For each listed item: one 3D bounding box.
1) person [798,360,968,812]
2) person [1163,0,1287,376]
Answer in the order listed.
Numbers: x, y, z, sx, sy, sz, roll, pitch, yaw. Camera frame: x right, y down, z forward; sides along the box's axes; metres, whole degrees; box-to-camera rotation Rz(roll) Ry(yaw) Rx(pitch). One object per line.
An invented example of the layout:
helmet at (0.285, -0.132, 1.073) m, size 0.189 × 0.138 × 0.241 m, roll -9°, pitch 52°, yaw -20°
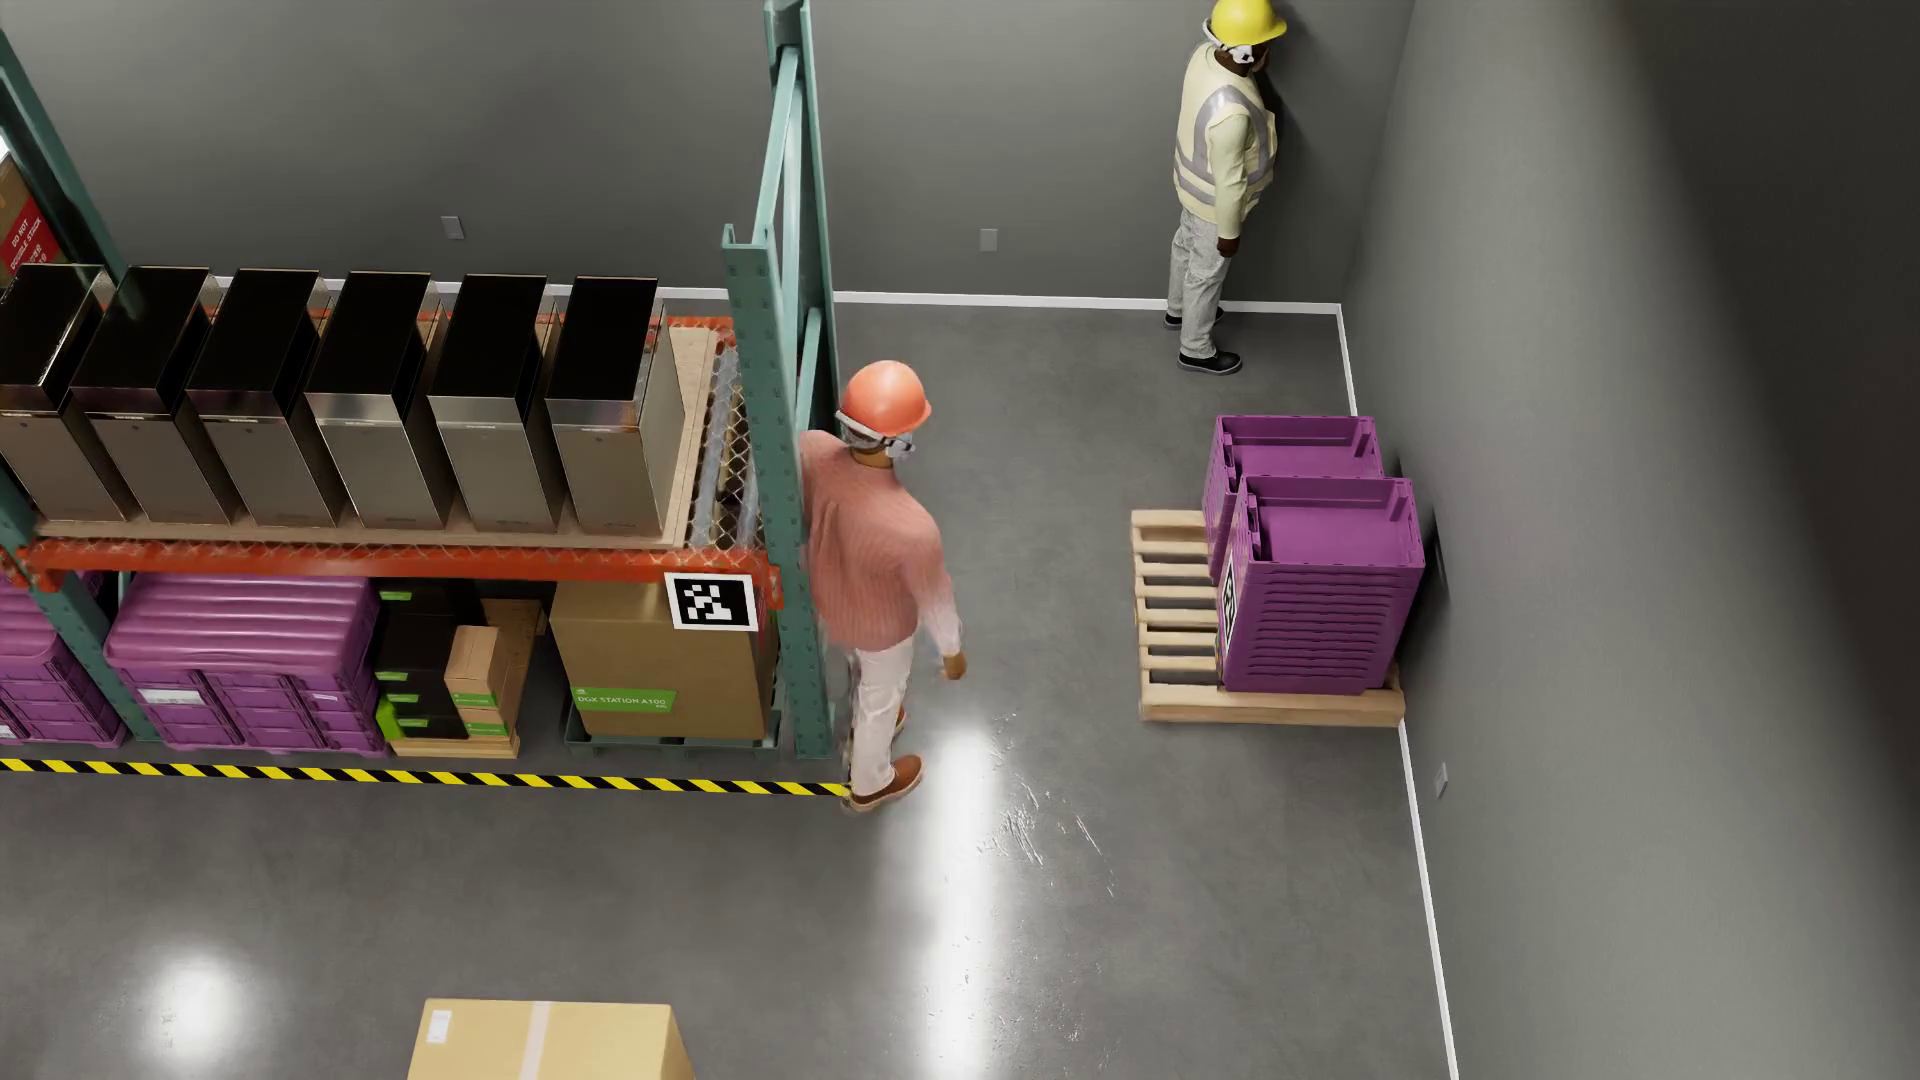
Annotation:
person at (-0.298, 0.198, 5.529) m, size 0.562 × 1.948 × 0.749 m, roll -37°, pitch 61°, yaw -25°
person at (1.084, -1.471, 6.914) m, size 0.404 × 1.837 × 0.587 m, roll -5°, pitch 52°, yaw -4°
